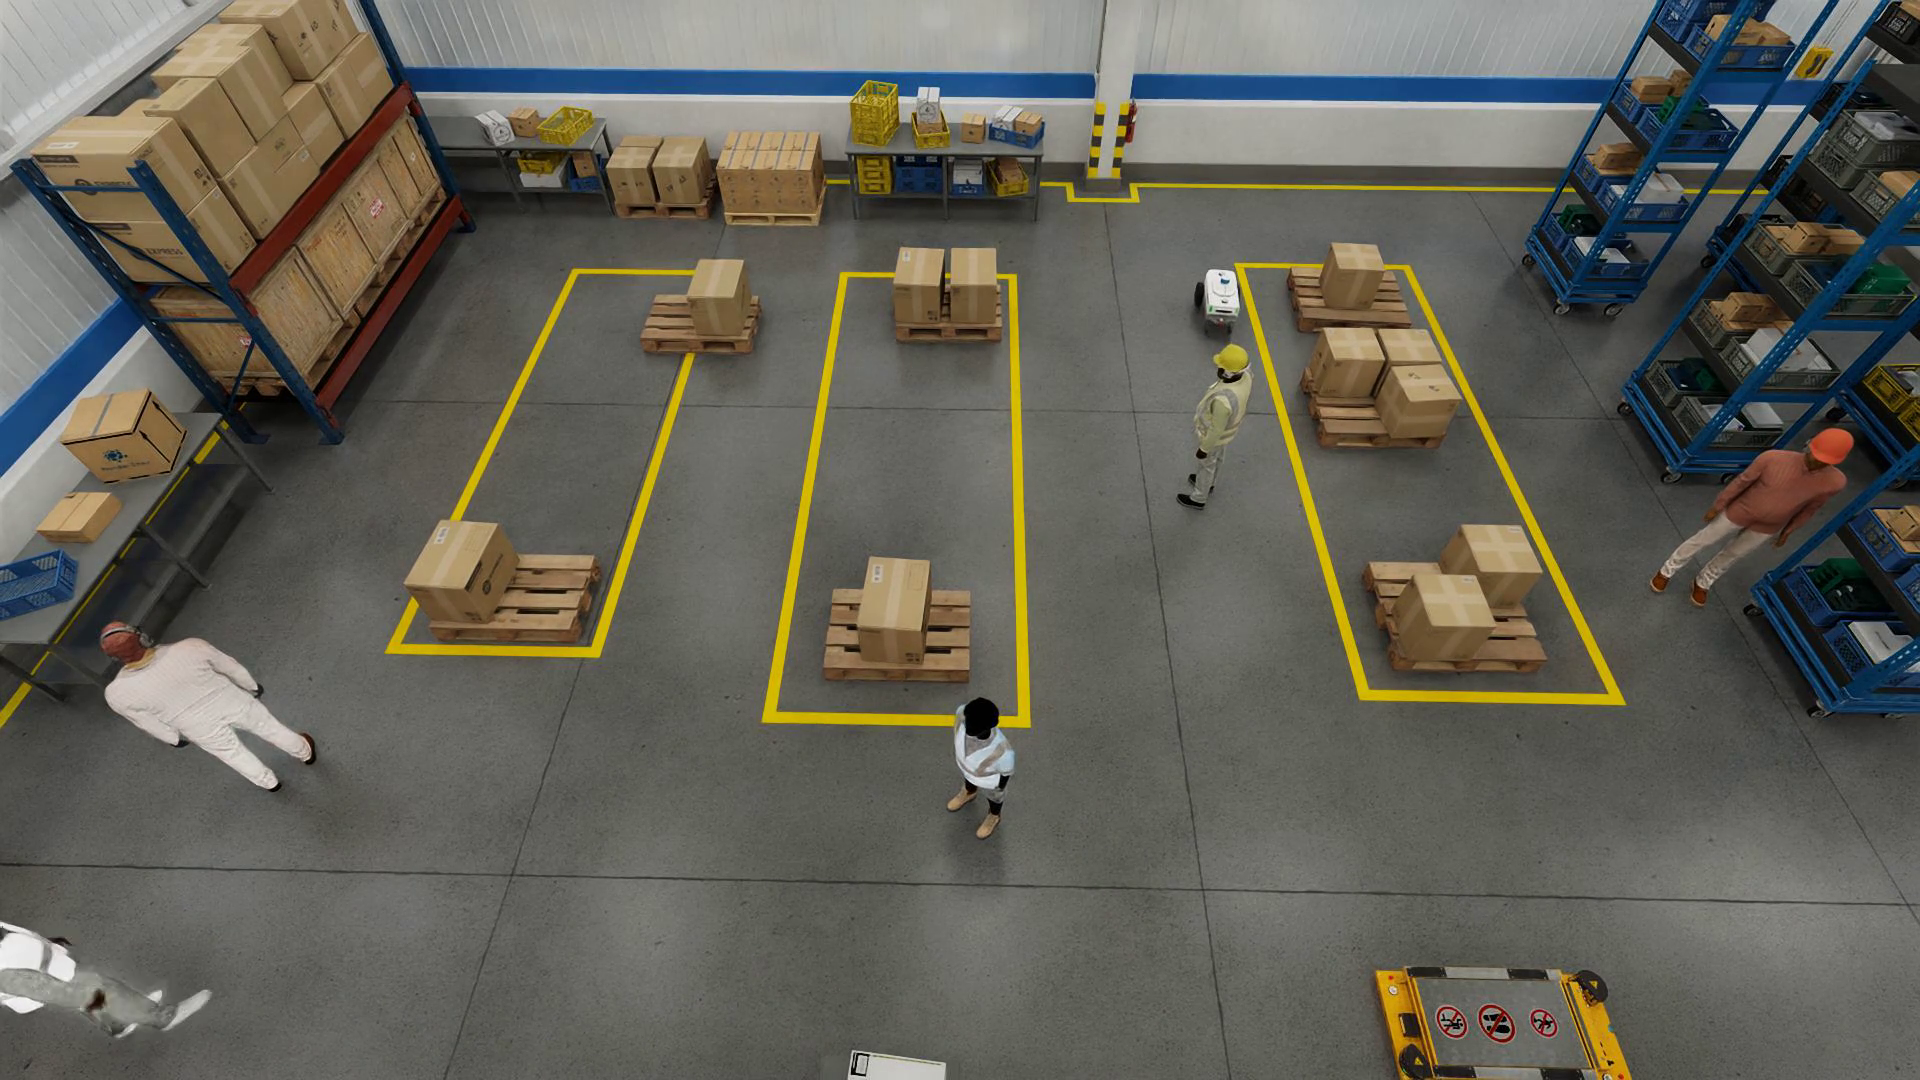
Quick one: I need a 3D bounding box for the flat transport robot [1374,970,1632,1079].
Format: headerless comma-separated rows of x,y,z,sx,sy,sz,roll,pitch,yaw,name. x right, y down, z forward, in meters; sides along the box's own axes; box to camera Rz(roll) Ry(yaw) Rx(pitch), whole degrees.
3.501,3.133,5.914,1.431,0.197,0.652,1,51,1,flat transport robot

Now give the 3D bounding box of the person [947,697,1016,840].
0.136,1.553,6.287,0.321,1.697,0.530,-35,59,-25,person

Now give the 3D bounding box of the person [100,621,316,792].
-5.305,1.176,6.463,0.401,1.904,0.648,33,58,24,person

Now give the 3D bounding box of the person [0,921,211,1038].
-5.310,2.547,5.361,0.625,1.921,0.538,24,55,18,person

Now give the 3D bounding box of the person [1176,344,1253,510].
2.309,-1.010,8.293,0.404,1.827,0.600,27,56,20,person

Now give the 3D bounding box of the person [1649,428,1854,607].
6.505,-0.173,7.505,0.612,1.994,0.395,24,55,18,person

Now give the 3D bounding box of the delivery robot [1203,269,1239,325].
3.000,-2.809,10.517,0.477,0.478,0.707,5,51,4,delivery robot
